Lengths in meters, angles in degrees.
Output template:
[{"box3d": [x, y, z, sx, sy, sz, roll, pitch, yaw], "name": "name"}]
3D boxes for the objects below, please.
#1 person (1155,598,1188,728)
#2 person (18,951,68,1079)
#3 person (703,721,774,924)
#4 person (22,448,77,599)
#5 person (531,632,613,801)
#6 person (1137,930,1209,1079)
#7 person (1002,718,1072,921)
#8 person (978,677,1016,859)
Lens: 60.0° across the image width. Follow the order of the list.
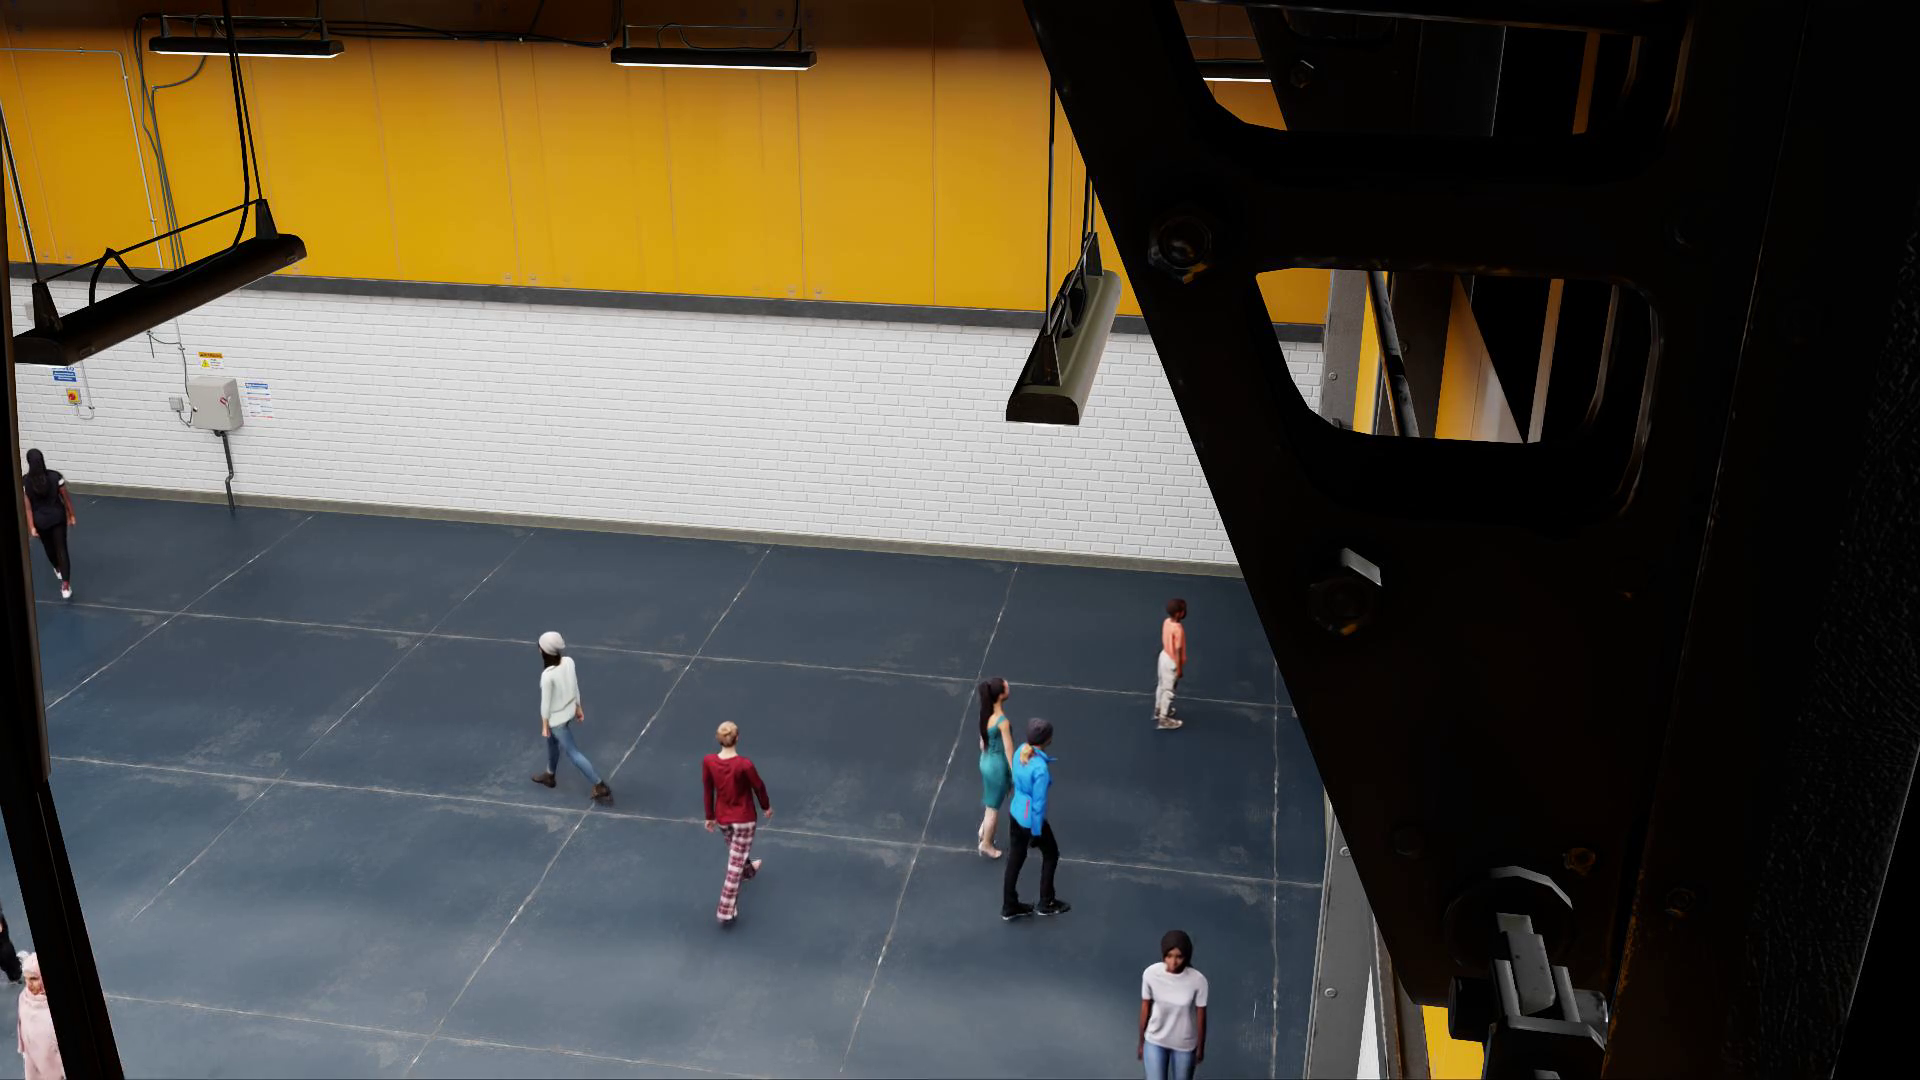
[{"box3d": [2.011, 1.162, 15.936, 0.603, 1.305, 0.492, -4, 24, -9], "name": "person"}, {"box3d": [-5.544, 3.302, 10.481, 0.749, 1.752, 1.236, 7, 25, 16], "name": "person"}, {"box3d": [-1.790, 2.229, 13.061, 0.764, 1.653, 1.114, 9, 25, 20], "name": "person"}, {"box3d": [-10.094, -0.158, 18.489, 1.111, 1.678, 1.236, -13, 27, -27], "name": "person"}, {"box3d": [-3.431, 1.580, 14.603, 0.788, 1.607, 1.098, 9, 25, 20], "name": "person"}, {"box3d": [1.374, 3.215, 10.739, 0.638, 1.705, 0.895, 7, 25, 15], "name": "person"}, {"box3d": [0.453, 2.200, 12.963, 0.897, 1.783, 0.855, -11, 26, -24], "name": "person"}, {"box3d": [0.219, 1.915, 13.748, 0.737, 1.678, 0.658, -9, 25, -20], "name": "person"}]
